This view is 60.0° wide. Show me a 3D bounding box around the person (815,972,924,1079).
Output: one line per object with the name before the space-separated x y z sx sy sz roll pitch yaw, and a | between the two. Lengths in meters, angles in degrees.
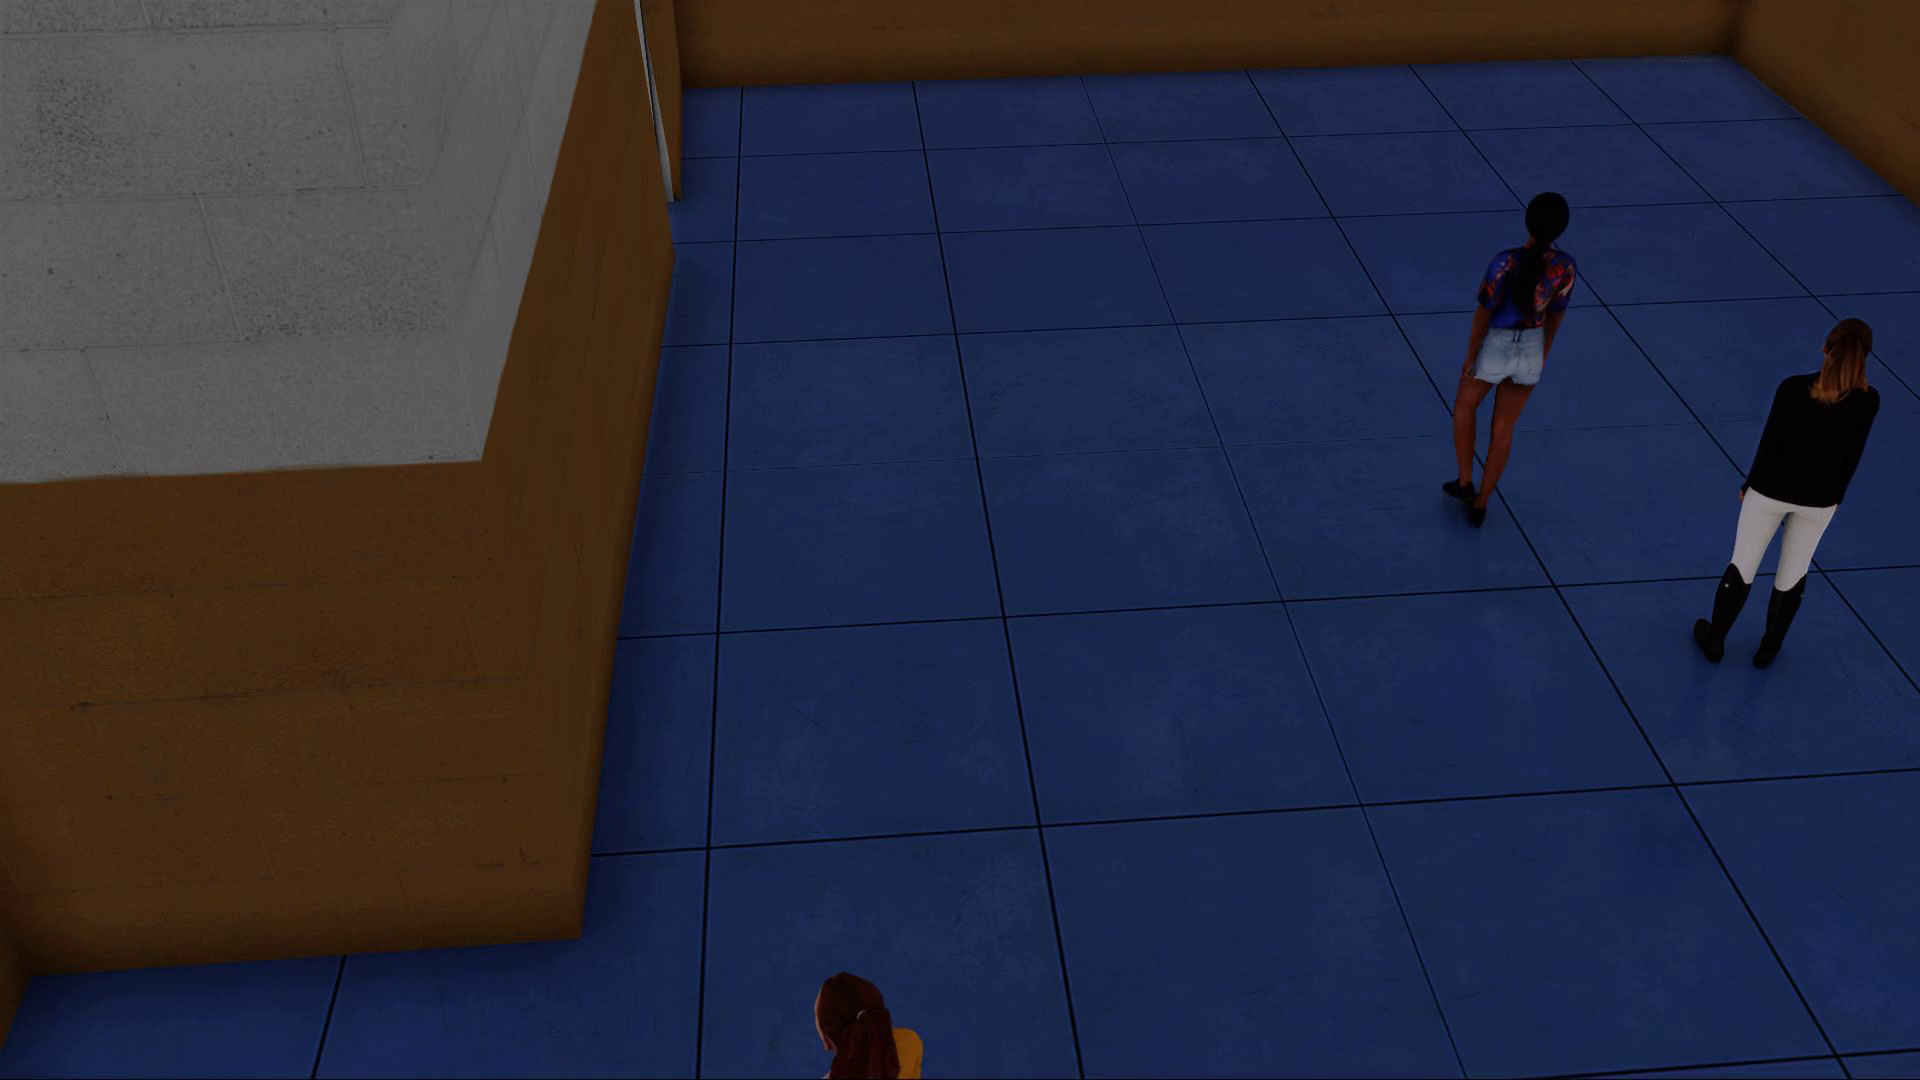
person | -0.251 1.763 4.471 0.736 1.749 0.668 29 46 33

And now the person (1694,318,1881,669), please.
person | 3.525 -0.175 7.056 0.597 1.729 0.698 10 38 13

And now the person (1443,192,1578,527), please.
person | 2.618 -0.796 7.894 0.572 1.731 0.692 1 37 1
